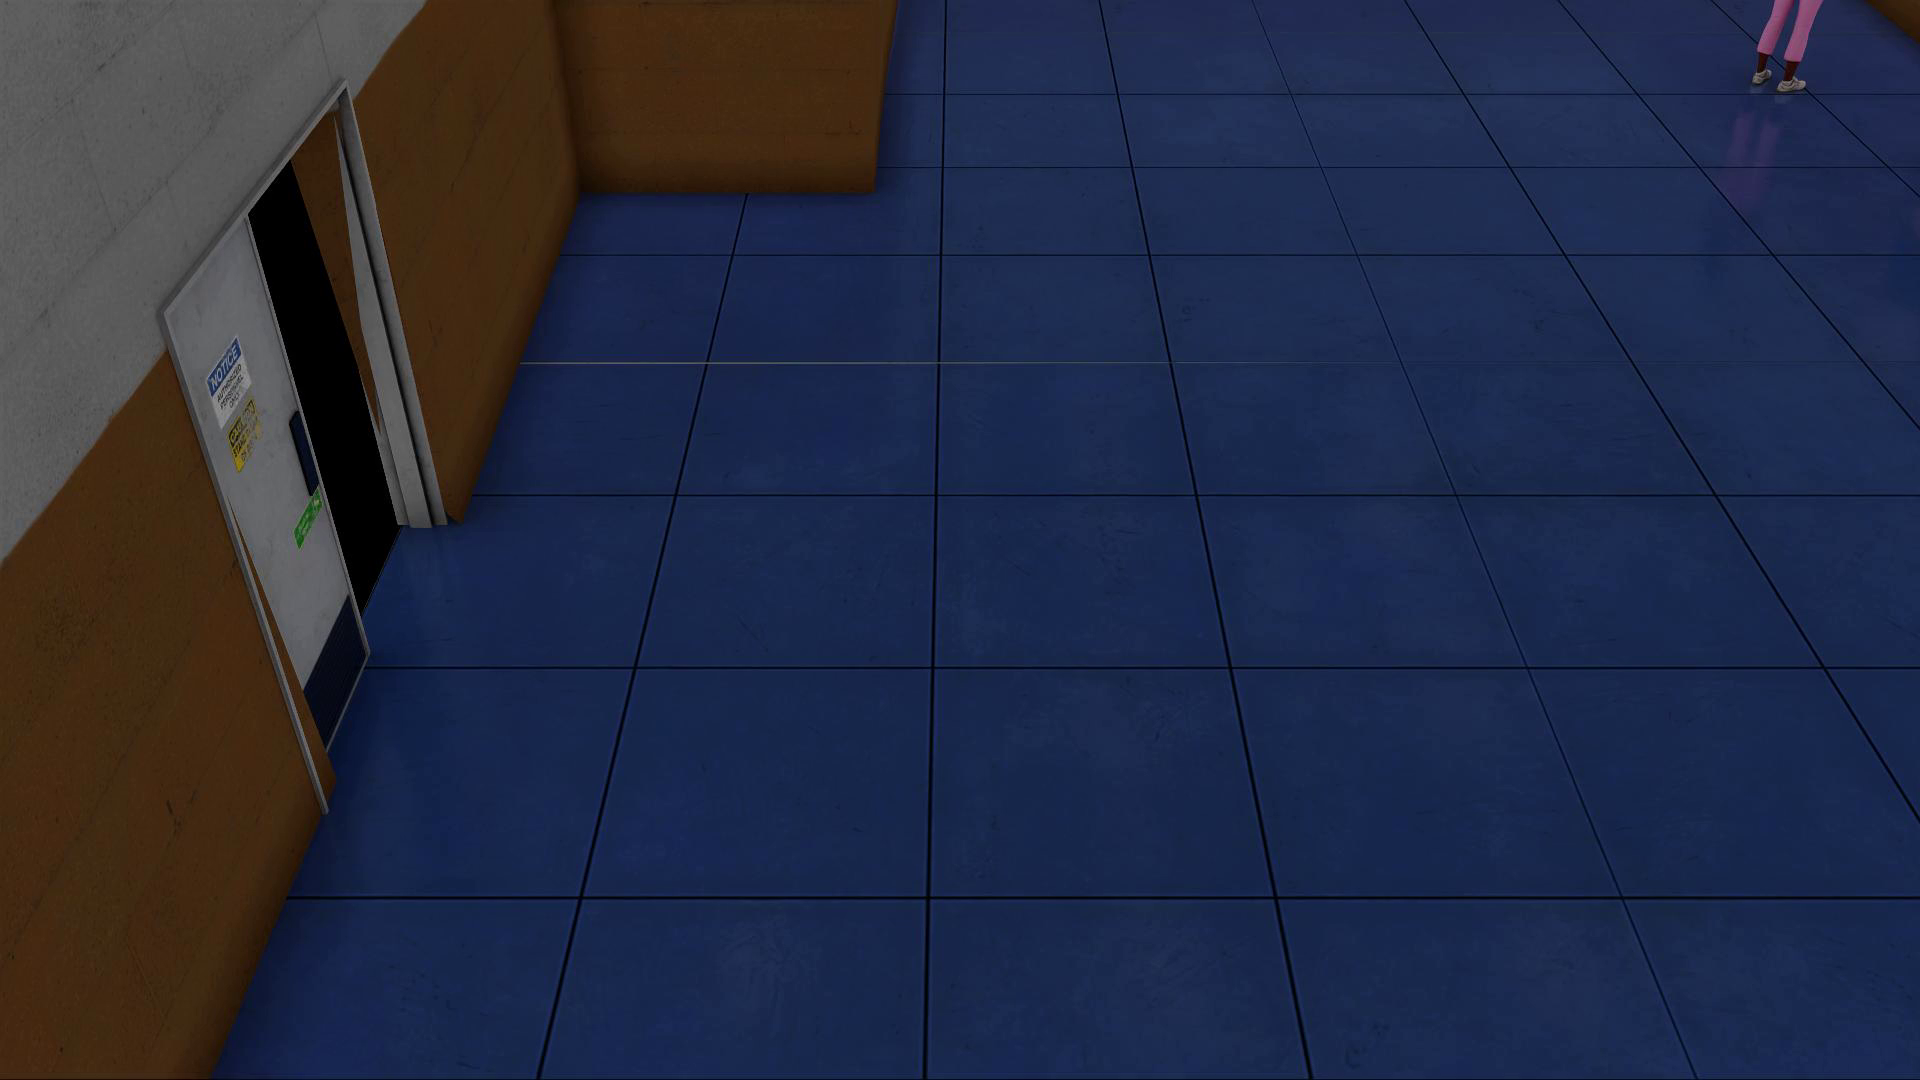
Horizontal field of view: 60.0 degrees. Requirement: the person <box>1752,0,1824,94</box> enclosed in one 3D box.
[{"bbox_3d":[6.315,-4.237,12.405,0.698,1.741,0.659,-26,44,-30],"label":"person"}]
